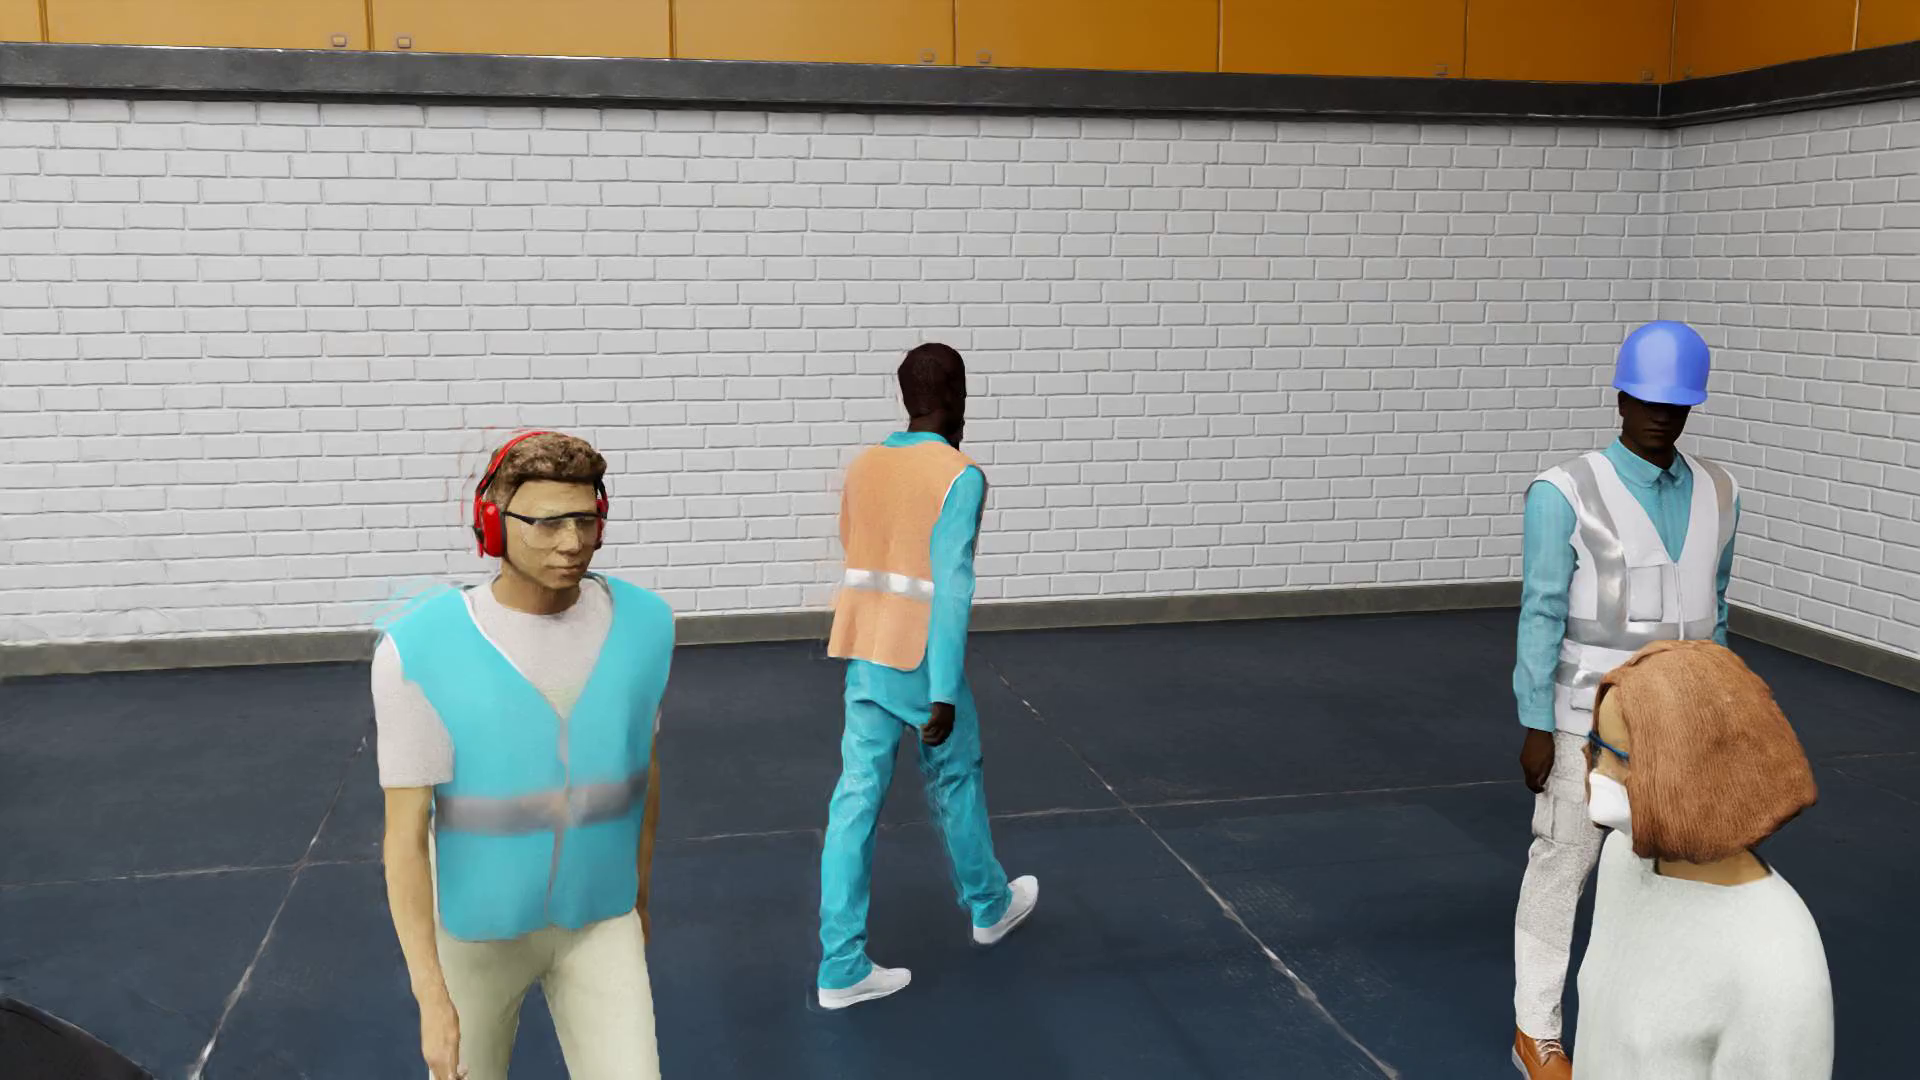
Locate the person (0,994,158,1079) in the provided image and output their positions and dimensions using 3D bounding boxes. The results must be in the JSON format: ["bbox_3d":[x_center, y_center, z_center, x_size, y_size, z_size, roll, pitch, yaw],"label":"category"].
[{"bbox_3d":[-0.552,0.929,0.982,0.632,1.987,1.050,6,11,33],"label":"person"}]

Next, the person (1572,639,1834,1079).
[{"bbox_3d":[0.894,0.925,2.109,0.272,1.627,0.502,0,9,0],"label":"person"}]

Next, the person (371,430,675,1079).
[{"bbox_3d":[-0.732,0.700,2.963,0.577,1.784,1.025,-7,12,-36],"label":"person"}]

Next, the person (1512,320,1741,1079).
[{"bbox_3d":[1.661,0.431,4.142,0.613,1.943,0.400,-3,10,-17],"label":"person"}]

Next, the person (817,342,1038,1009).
[{"bbox_3d":[-0.110,0.360,4.867,0.604,1.844,0.981,8,13,42],"label":"person"}]
